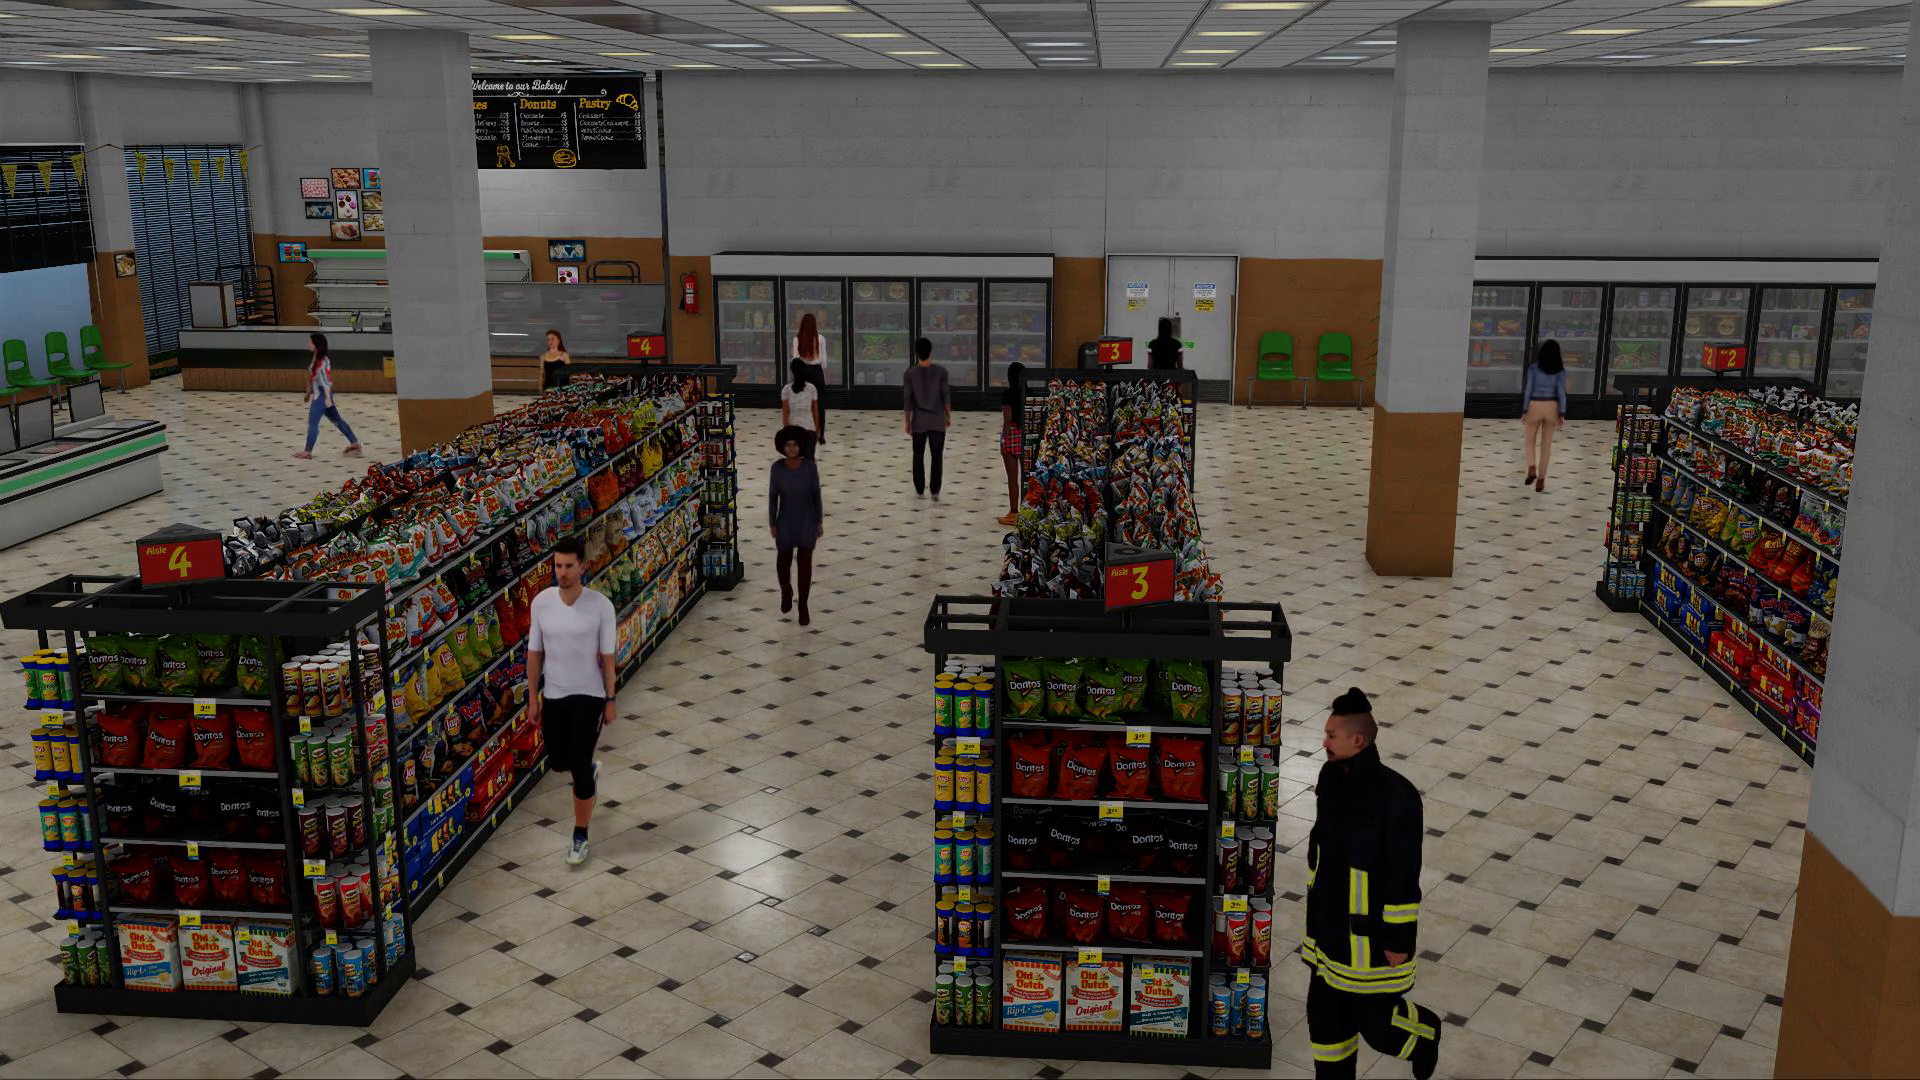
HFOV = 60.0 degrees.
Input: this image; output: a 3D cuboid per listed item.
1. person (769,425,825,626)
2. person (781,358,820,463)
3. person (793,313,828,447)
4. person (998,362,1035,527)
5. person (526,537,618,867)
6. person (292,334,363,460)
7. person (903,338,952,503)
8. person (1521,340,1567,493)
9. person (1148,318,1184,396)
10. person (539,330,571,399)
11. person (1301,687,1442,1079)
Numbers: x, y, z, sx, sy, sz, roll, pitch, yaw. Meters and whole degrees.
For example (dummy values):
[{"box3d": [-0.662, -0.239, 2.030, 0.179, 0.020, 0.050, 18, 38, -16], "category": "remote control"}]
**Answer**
[{"box3d": [-1.376, -0.138, 14.004, 0.679, 1.701, 0.733, -2, 14, -9], "category": "person"}, {"box3d": [-1.755, -1.174, 18.479, 0.782, 1.605, 1.176, -2, 14, -10], "category": "person"}, {"box3d": [-1.983, -2.132, 22.103, 0.626, 1.758, 0.564, -2, 14, -7], "category": "person"}, {"box3d": [0.613, -1.028, 17.618, 0.718, 1.728, 0.787, -13, 19, -42], "category": "person"}, {"box3d": [-2.196, 0.876, 9.554, 0.691, 1.828, 1.075, 2, 14, 8], "category": "person"}, {"box3d": [-8.037, -1.822, 21.218, 1.055, 1.573, 1.112, -7, 16, -28], "category": "person"}, {"box3d": [-0.341, -1.317, 18.588, 0.682, 1.831, 0.998, 1, 14, 3], "category": "person"}, {"box3d": [6.693, -1.411, 19.121, 0.714, 1.764, 0.741, 5, 14, 19], "category": "person"}, {"box3d": [2.680, -2.023, 21.730, 0.606, 1.722, 0.802, 1, 14, 5], "category": "person"}, {"box3d": [-5.171, -1.909, 21.486, 0.603, 1.616, 0.678, 2, 14, 7], "category": "person"}, {"box3d": [1.717, 1.526, 6.882, 1.094, 1.824, 1.053, -9, 16, -34], "category": "person"}]
